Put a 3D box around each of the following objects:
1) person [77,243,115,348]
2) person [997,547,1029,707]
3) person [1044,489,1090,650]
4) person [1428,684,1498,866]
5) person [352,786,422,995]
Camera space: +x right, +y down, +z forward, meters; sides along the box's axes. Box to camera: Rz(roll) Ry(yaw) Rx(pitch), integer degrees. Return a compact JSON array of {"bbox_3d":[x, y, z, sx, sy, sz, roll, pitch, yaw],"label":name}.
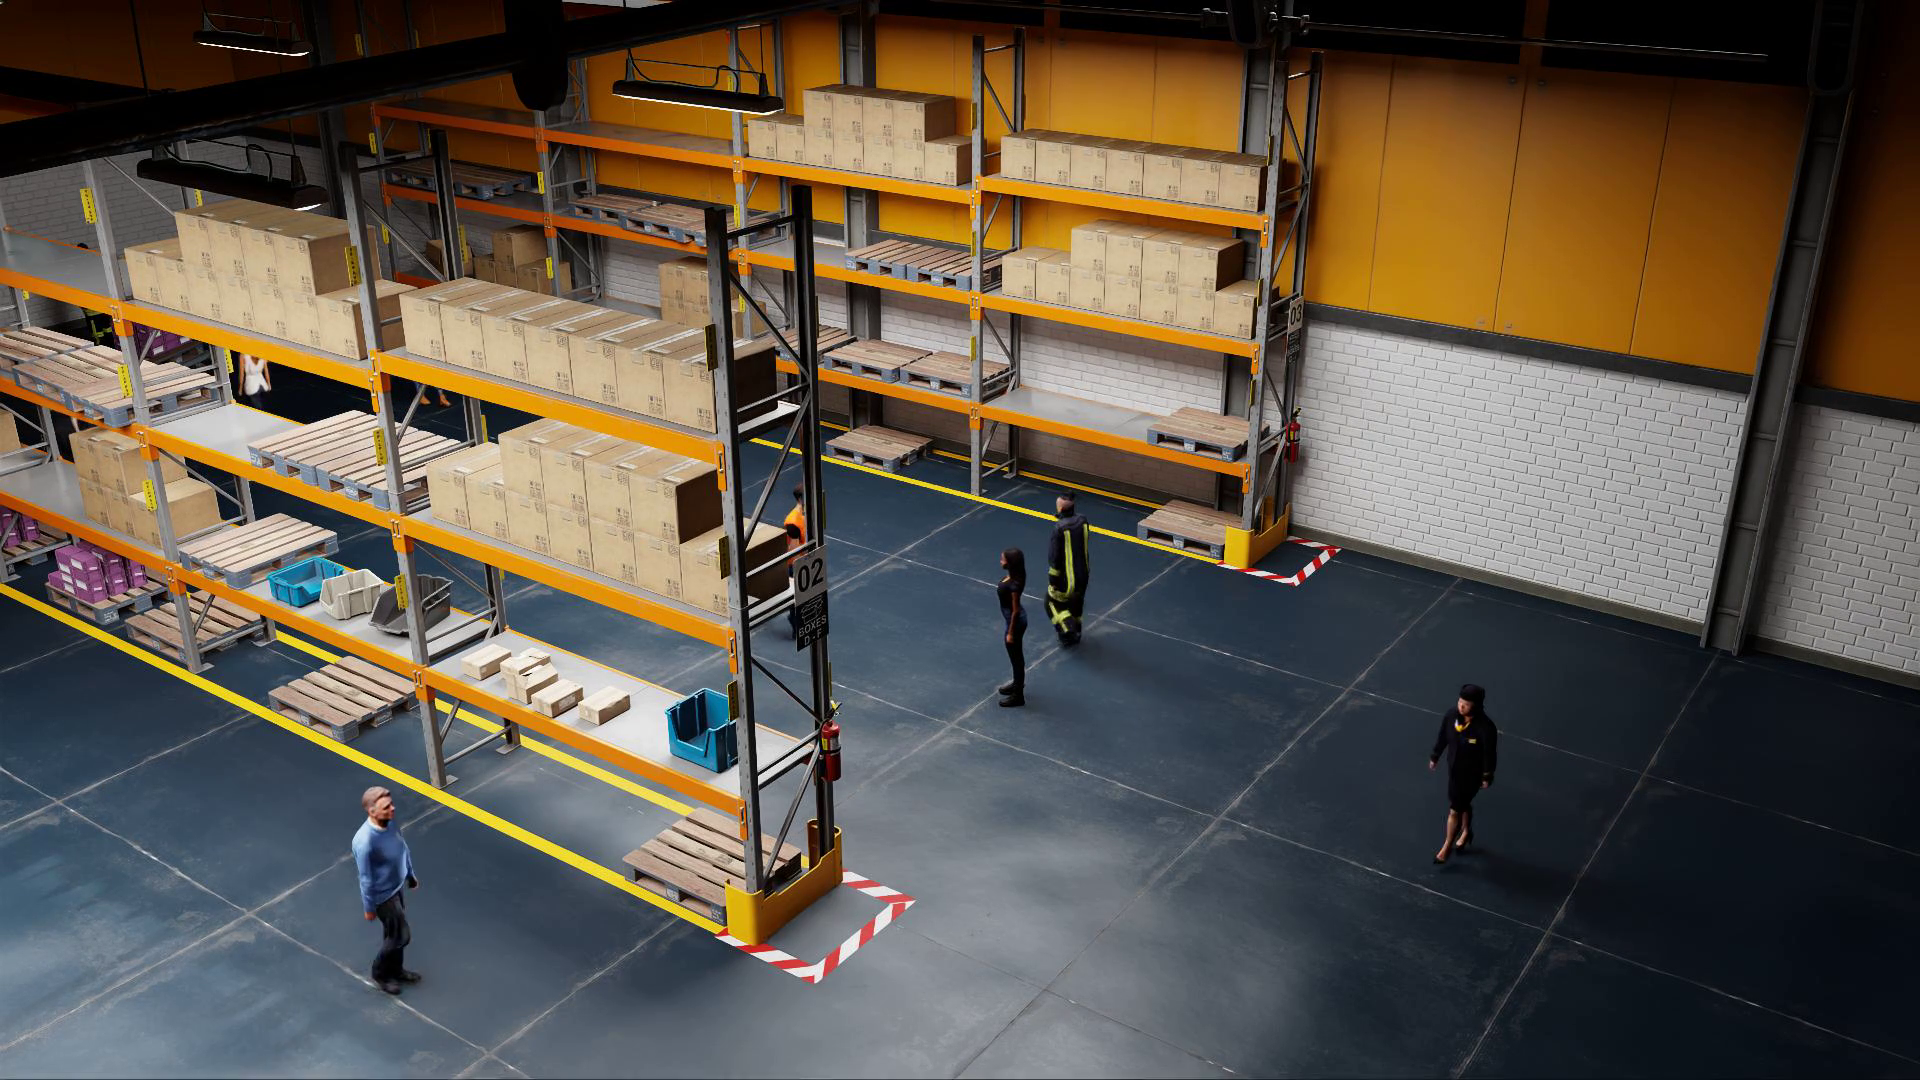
[{"bbox_3d":[-14.804,-4.179,28.386,0.791,1.822,0.830,7,25,16],"label":"person"},{"bbox_3d":[0.563,0.866,16.950,0.680,1.739,0.656,2,24,5],"label":"person"},{"bbox_3d":[1.233,0.347,17.993,0.870,1.854,0.893,-19,30,-36],"label":"person"},{"bbox_3d":[4.454,2.000,14.464,0.960,1.652,0.908,-13,27,-28],"label":"person"},{"bbox_3d":[-4.486,2.662,12.760,0.807,1.804,0.787,2,24,3],"label":"person"}]
